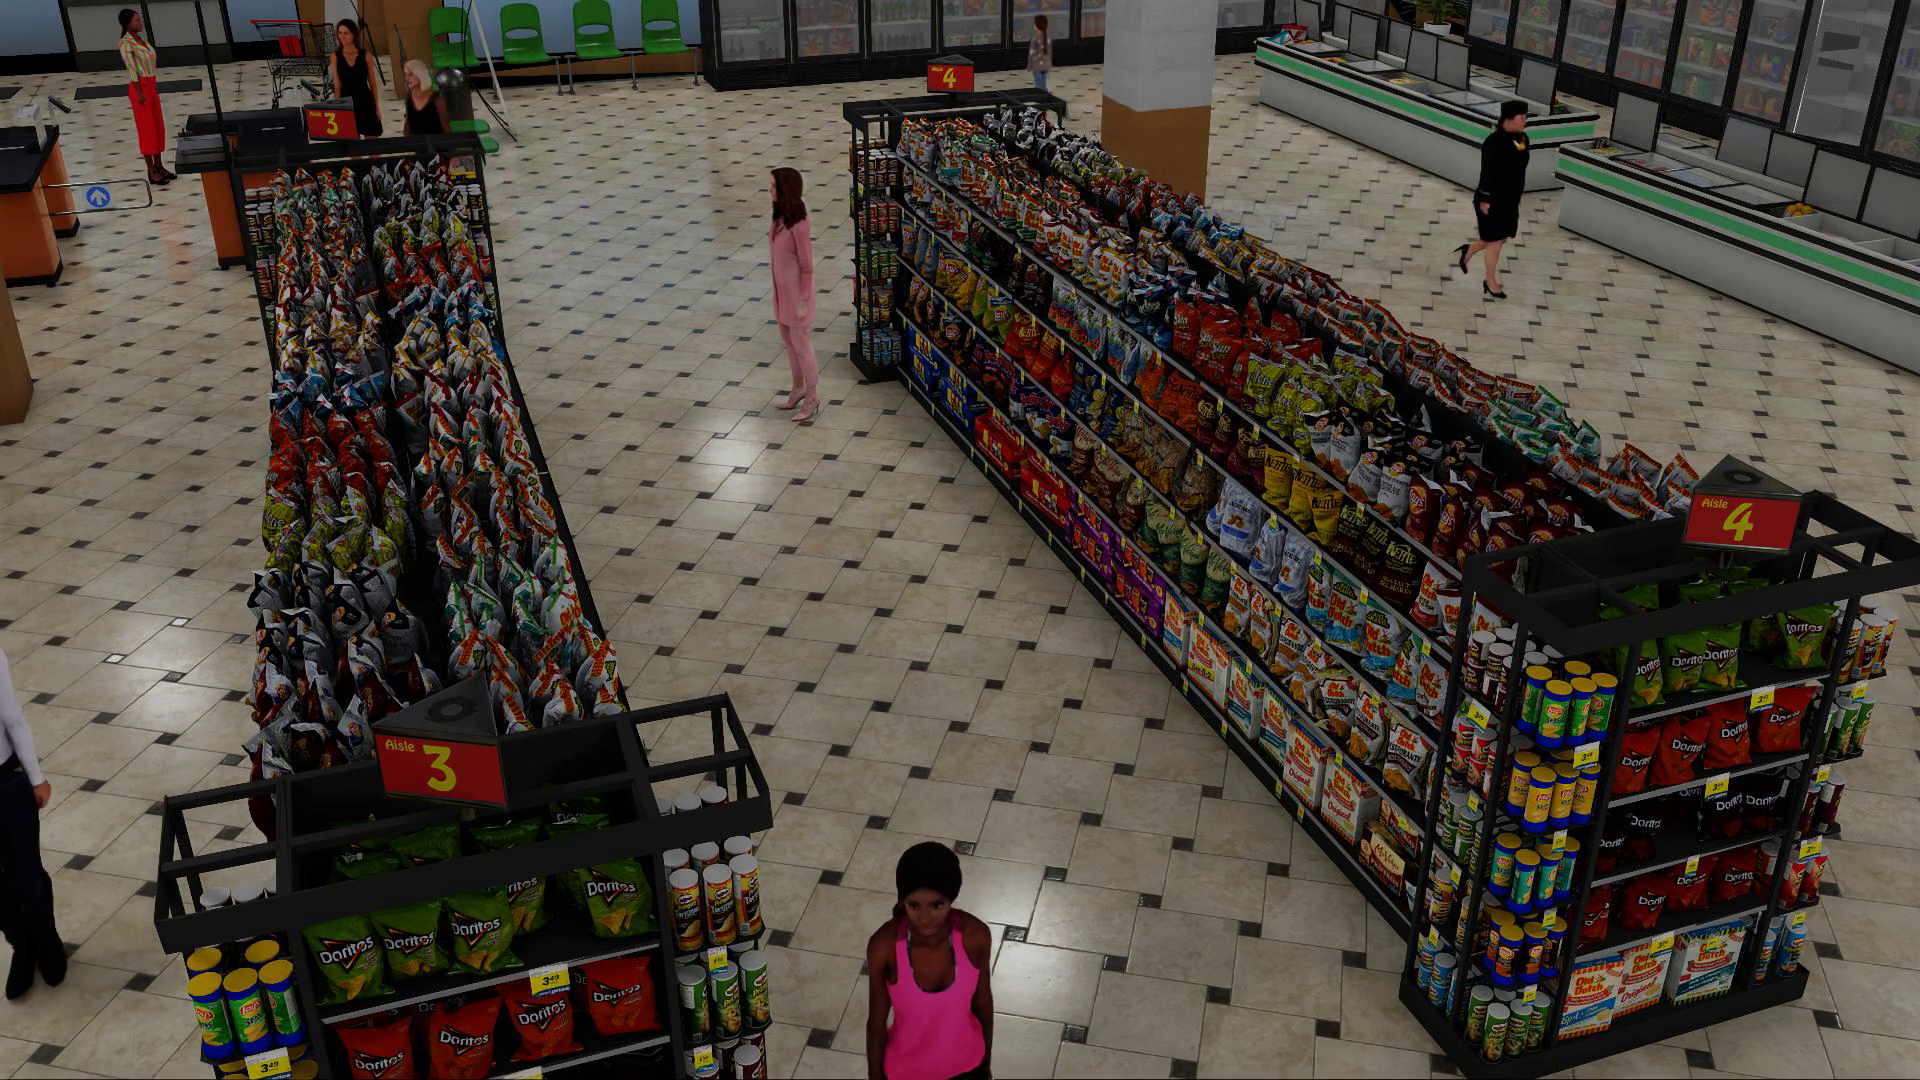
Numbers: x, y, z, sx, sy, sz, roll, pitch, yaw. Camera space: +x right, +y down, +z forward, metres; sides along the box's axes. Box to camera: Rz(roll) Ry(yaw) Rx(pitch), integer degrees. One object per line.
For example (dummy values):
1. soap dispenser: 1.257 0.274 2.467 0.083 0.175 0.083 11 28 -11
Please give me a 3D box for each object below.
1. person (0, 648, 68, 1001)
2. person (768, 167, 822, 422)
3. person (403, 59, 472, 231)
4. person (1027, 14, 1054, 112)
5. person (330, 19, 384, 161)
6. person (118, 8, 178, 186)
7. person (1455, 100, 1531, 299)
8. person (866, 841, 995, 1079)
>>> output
1. person: -3.783 0.903 6.427 0.635 1.849 0.629 -8 28 -15
2. person: -1.158 -1.721 11.655 0.705 1.801 0.499 -14 30 -25
3. person: -4.812 -3.581 15.443 1.088 1.693 1.072 15 30 26
4. person: 1.025 -5.833 20.440 0.548 1.190 0.569 -17 31 -29
5. person: -6.003 -4.264 16.633 0.593 1.834 0.537 -7 28 -14
6. person: -8.547 -4.648 17.436 0.733 1.792 0.586 0 27 1
7. person: 4.519 -2.903 14.142 0.821 1.659 0.945 -17 32 -31
8. person: -0.107 1.600 5.219 0.669 1.700 1.081 -5 27 -9
